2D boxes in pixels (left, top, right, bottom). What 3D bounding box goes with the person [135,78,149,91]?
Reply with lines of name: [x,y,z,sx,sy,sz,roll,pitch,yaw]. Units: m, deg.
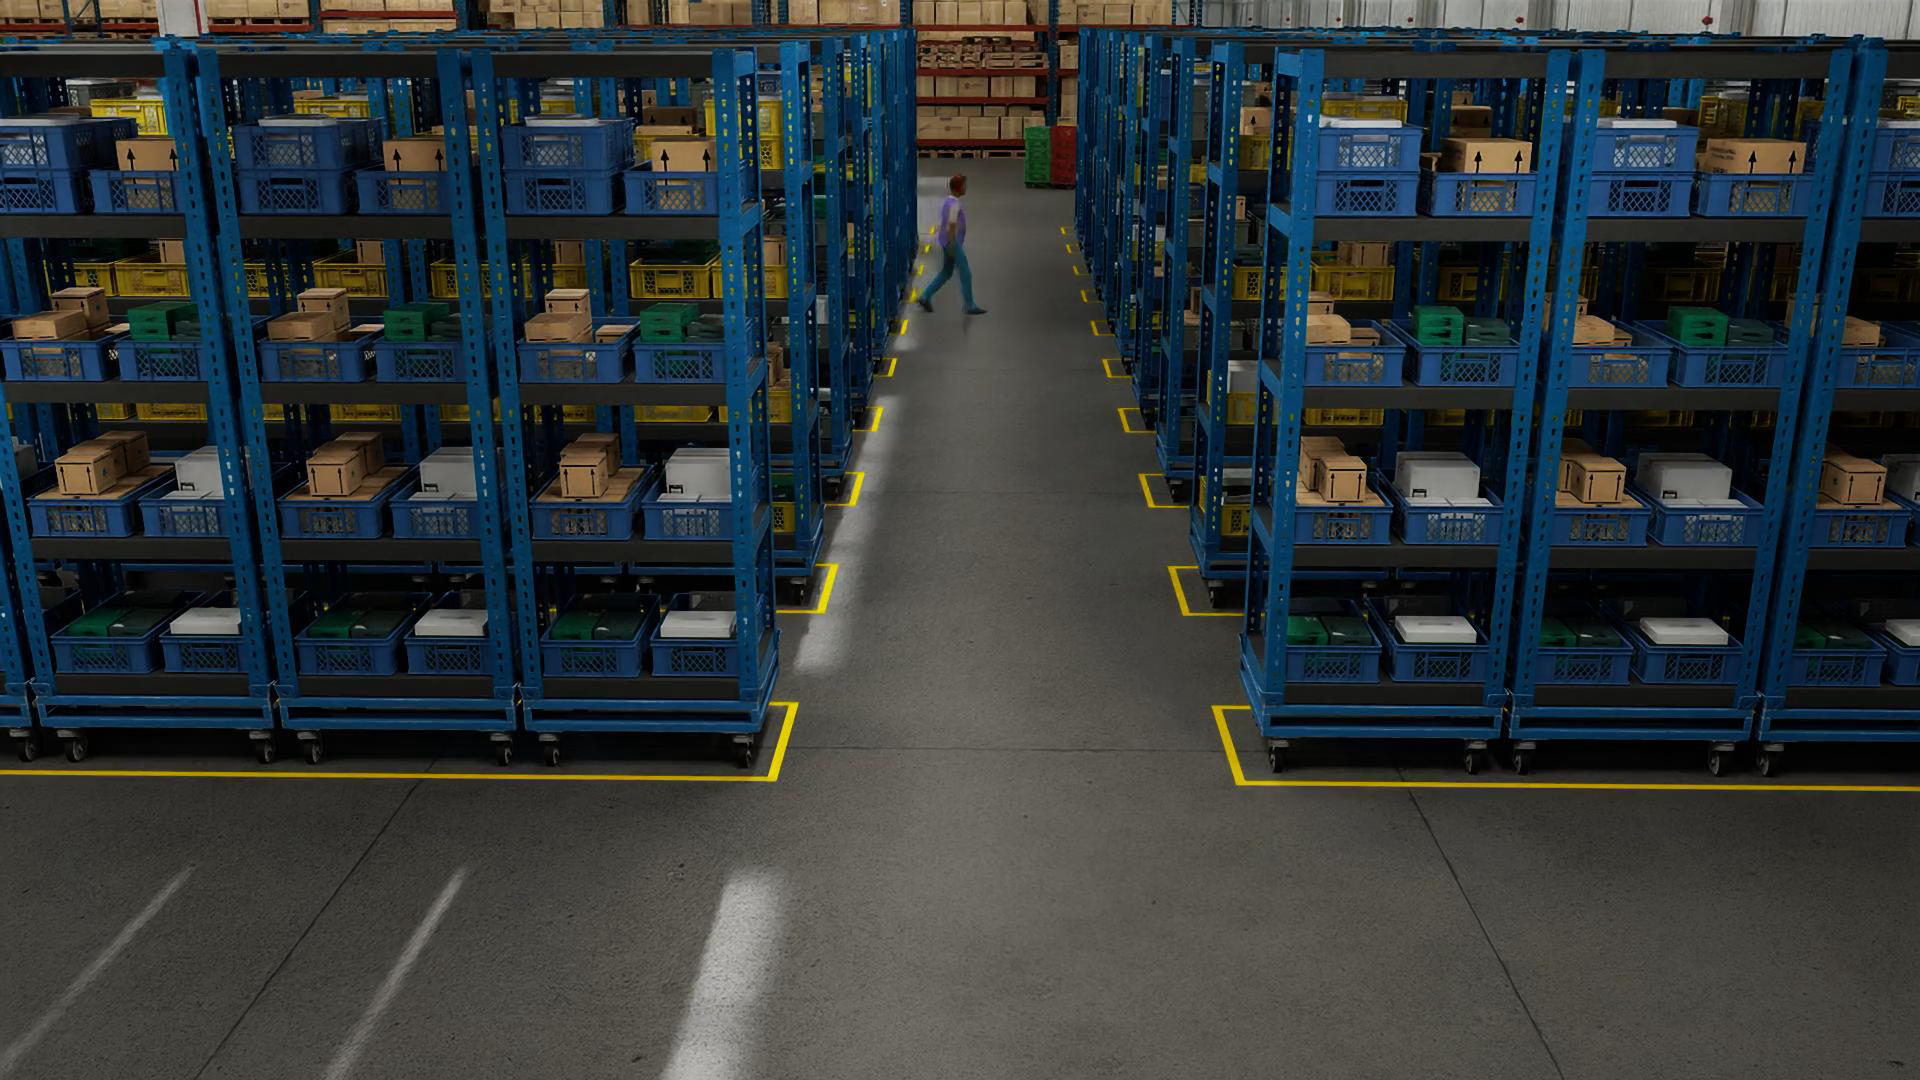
person: [-26.288,-13.832,53.331,0.661,1.891,0.976,9,20,26]

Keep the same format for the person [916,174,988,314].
person: [-0.116,-3.840,21.640,0.892,1.811,0.581,-2,18,-5]
